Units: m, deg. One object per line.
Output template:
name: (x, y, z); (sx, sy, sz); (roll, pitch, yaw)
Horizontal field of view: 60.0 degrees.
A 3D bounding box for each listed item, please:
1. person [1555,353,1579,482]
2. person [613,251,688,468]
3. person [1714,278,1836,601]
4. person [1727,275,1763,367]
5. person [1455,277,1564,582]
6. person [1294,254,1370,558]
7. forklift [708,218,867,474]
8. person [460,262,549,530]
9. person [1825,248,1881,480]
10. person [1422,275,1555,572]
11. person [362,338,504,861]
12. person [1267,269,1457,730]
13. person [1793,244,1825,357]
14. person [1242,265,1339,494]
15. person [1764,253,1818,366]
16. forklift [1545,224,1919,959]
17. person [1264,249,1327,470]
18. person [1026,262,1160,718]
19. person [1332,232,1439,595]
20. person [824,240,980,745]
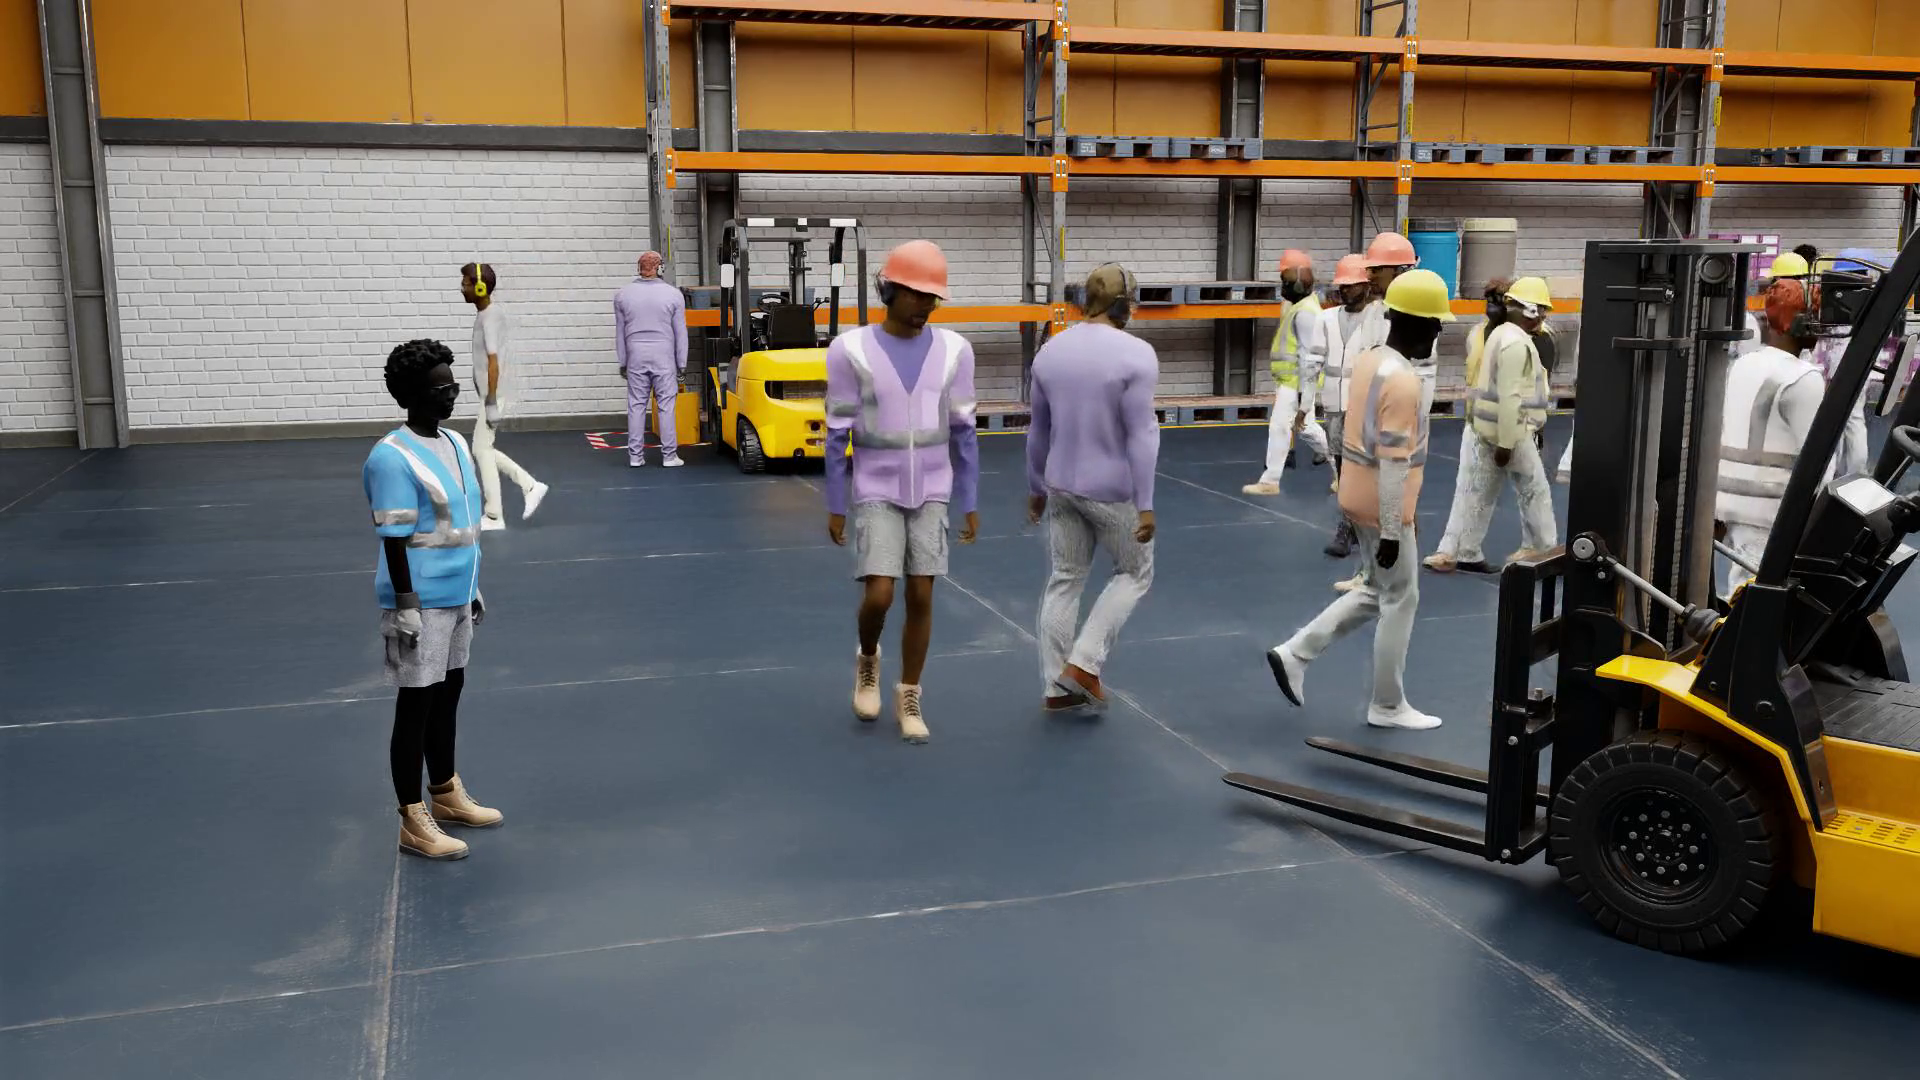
person: (5.374, -1.380, 13.728); (0.855, 1.847, 0.590); (-1, 10, -3)
person: (-2.696, -1.576, 14.608); (0.645, 1.900, 0.404); (0, 10, 2)
person: (3.246, -0.091, 6.576); (0.675, 1.858, 0.587); (1, 10, 3)
person: (5.367, -1.017, 11.754); (0.507, 1.818, 0.613); (-3, 11, -18)
person: (3.357, -0.641, 9.795); (0.831, 1.786, 0.583); (1, 10, 5)
person: (2.440, -0.849, 10.604); (0.566, 1.908, 0.820); (9, 14, 41)
forklift: (-1.522, -1.778, 14.899); (1.214, 2.155, 2.313); (-3, 11, -17)
person: (-3.196, -0.982, 11.470); (0.504, 1.854, 0.538); (-2, 11, -13)
person: (6.879, -1.309, 13.049); (0.692, 1.924, 0.647); (9, 13, 39)
person: (3.251, -0.692, 10.057); (0.949, 1.792, 0.644); (-7, 12, -33)
person: (-1.737, 0.188, 5.485); (0.318, 1.697, 0.535); (1, 10, 8)
person: (1.654, -0.142, 6.735); (0.622, 1.898, 0.615); (0, 10, -2)
person: (8.957, -2.177, 17.756); (0.447, 1.945, 0.634); (-5, 12, -27)
person: (2.708, -1.242, 13.025); (0.857, 1.814, 0.634); (2, 11, 11)
person: (6.047, -1.157, 12.302); (0.686, 1.904, 0.606); (4, 11, 23)
forklift: (2.909, 0.117, 4.508); (2.313, 2.155, 1.214); (9, 14, 40)
person: (2.938, -1.542, 14.374); (0.533, 1.925, 0.553); (-2, 11, -10)
person: (0.548, -0.192, 6.955); (0.729, 1.916, 0.463); (9, 14, 42)
person: (2.335, -0.655, 9.155); (0.374, 2.042, 0.615); (-4, 11, -21)
person: (-0.226, -0.180, 6.648); (0.609, 2.013, 0.441); (-3, 11, -16)
